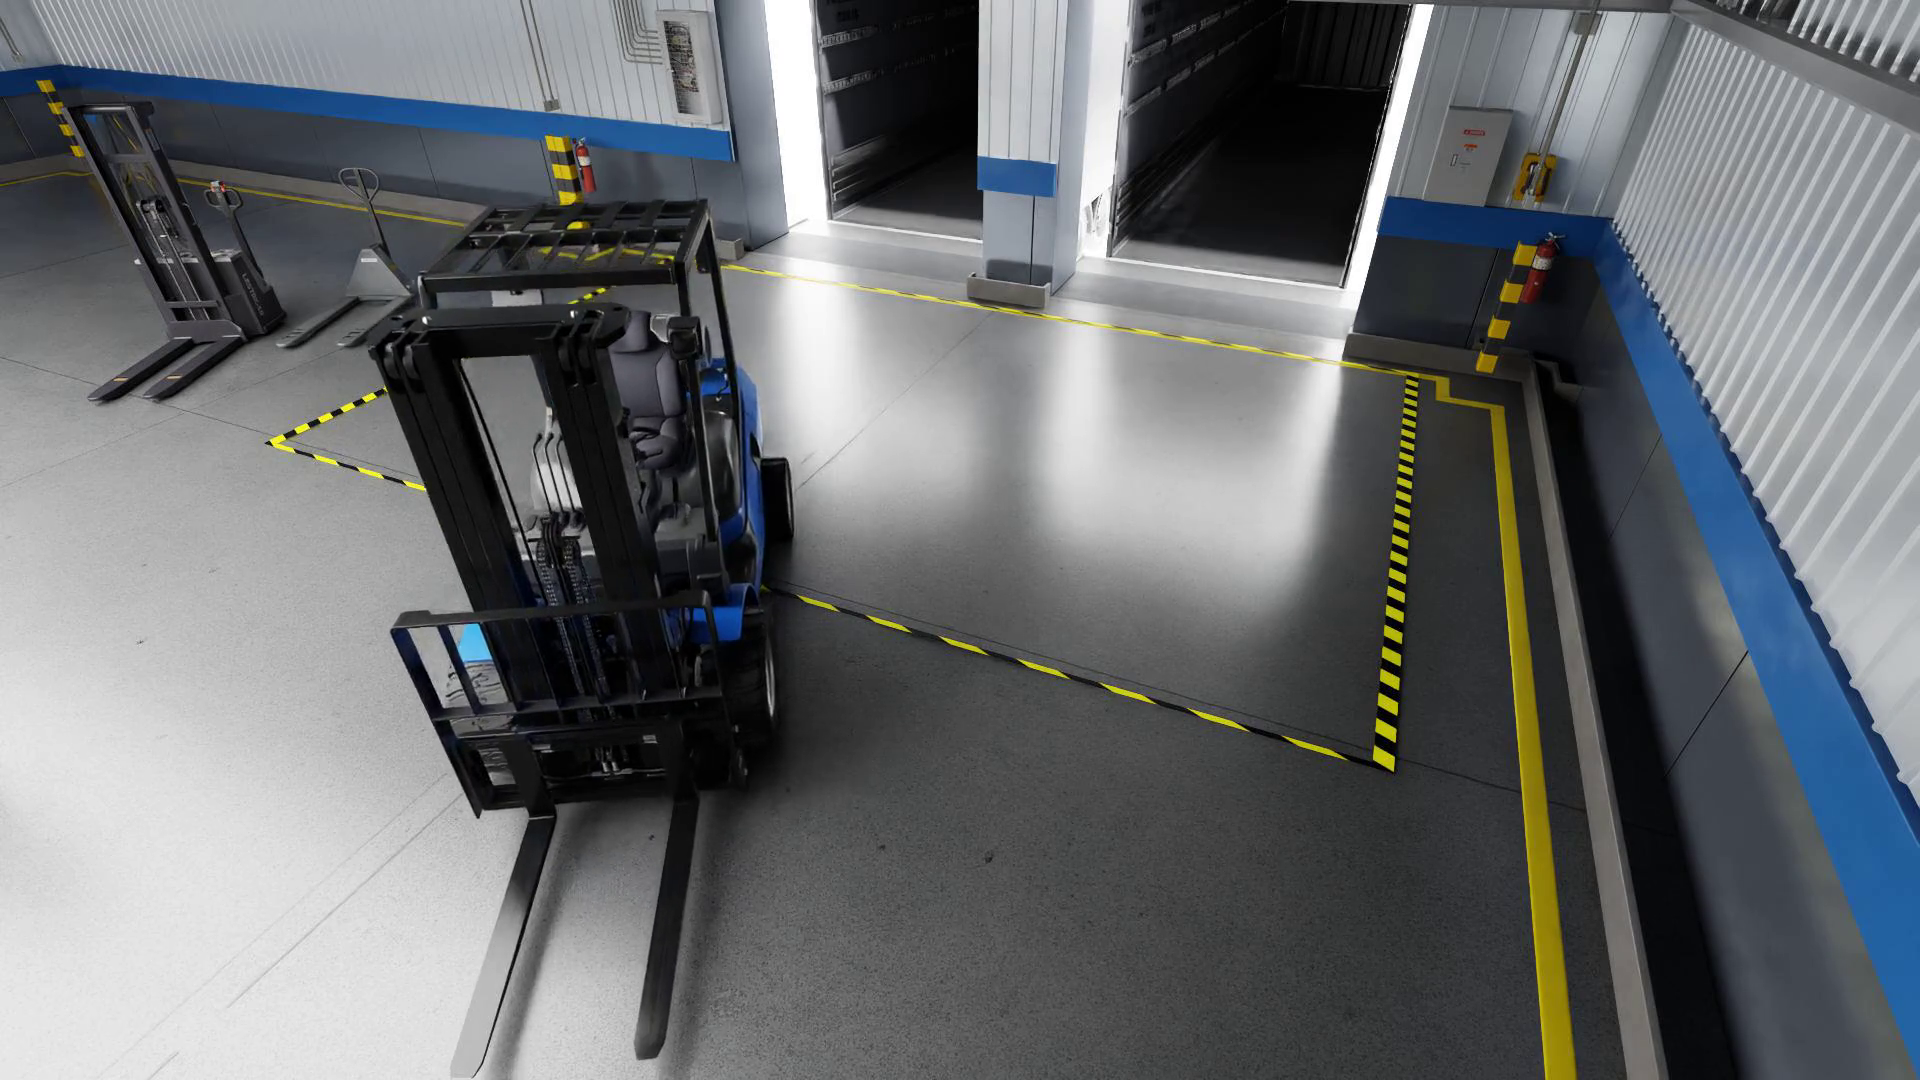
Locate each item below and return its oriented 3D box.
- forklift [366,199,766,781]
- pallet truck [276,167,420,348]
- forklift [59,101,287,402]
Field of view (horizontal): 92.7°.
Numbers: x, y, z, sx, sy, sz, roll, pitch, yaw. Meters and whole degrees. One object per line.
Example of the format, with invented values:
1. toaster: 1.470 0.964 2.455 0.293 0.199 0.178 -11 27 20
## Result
1. forklift: -1.618 -0.458 4.365 1.157 2.036 2.680 -4 35 -6
2. pallet truck: -5.732 -2.611 8.414 0.680 1.201 1.601 -1 35 -1
3. forklift: -6.686 -2.387 7.434 0.823 1.965 1.885 -3 35 -5
